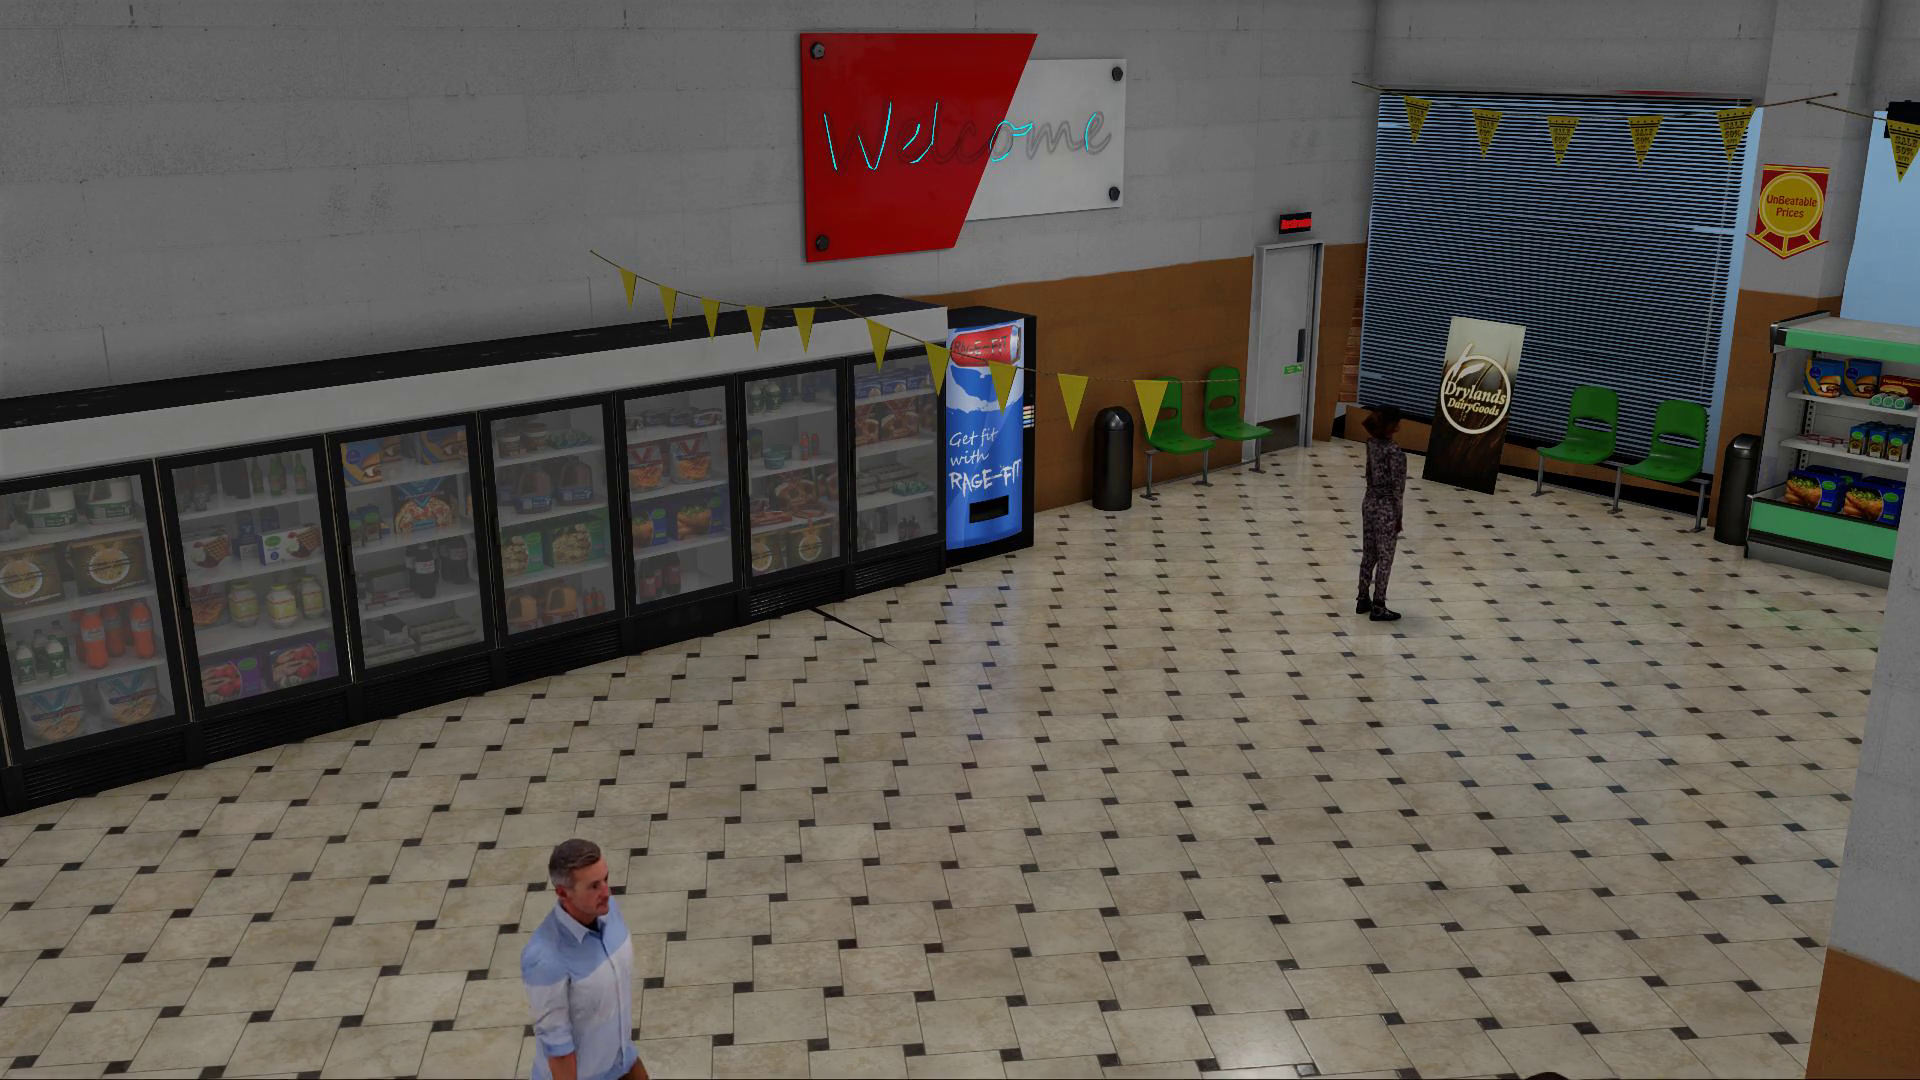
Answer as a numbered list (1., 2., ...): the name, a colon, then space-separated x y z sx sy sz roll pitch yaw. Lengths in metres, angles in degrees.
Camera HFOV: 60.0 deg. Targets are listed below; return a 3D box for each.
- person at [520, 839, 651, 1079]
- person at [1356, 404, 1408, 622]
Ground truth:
1. person: -1.392 1.871 5.933 0.834 1.811 0.820 6 18 20
2. person: 3.293 -0.224 13.001 0.716 1.713 0.616 -6 18 -18
